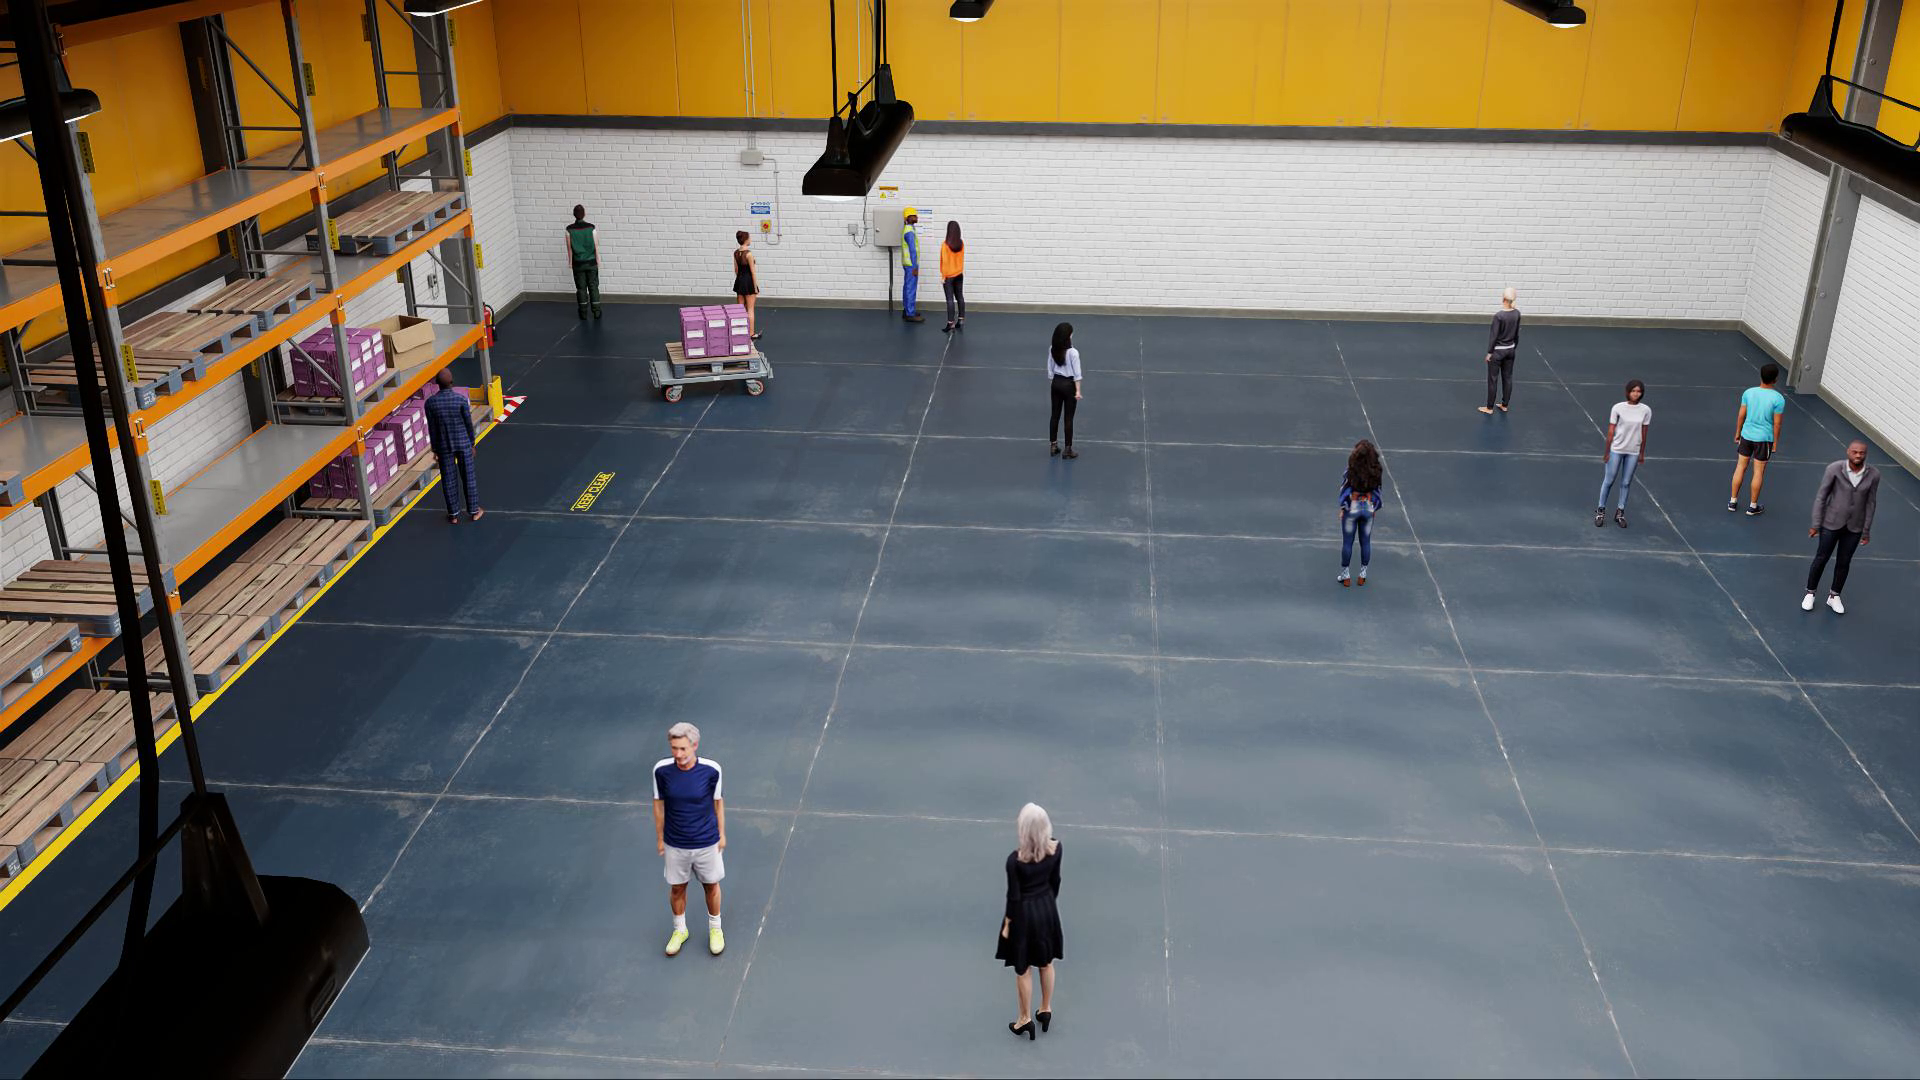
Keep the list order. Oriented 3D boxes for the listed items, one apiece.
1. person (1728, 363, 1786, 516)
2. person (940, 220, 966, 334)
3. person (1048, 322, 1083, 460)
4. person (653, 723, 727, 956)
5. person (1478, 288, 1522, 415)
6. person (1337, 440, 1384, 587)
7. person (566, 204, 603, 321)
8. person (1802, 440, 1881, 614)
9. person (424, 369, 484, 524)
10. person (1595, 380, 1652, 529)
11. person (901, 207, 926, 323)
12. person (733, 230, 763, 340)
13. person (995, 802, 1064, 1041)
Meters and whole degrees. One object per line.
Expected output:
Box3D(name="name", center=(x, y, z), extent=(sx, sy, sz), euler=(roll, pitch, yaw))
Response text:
Box3D(name="person", center=(9.159, -1.167, 19.130), extent=(0.687, 1.773, 0.709), euler=(20, 30, 38))
Box3D(name="person", center=(-0.108, -4.113, 25.901), extent=(0.766, 1.748, 0.691), euler=(22, 32, 40))
Box3D(name="person", center=(1.294, -1.877, 20.791), extent=(0.732, 1.744, 0.751), euler=(19, 30, 36))
Box3D(name="person", center=(-1.880, 2.072, 11.640), extent=(0.663, 1.838, 0.585), euler=(-1, 24, -3))
Box3D(name="person", center=(7.301, -2.560, 22.375), extent=(0.675, 1.727, 0.667), euler=(-9, 25, -19))
Box3D(name="person", center=(4.155, -0.293, 17.326), extent=(0.626, 1.616, 0.577), euler=(-1, 24, -2))
Box3D(name="person", center=(-5.996, -4.447, 26.547), extent=(0.711, 1.843, 0.697), euler=(-6, 24, -12))
Box3D(name="person", center=(8.879, -0.153, 16.755), extent=(0.765, 1.817, 0.651), euler=(6, 24, 14))
Box3D(name="person", center=(-5.741, -1.076, 18.865), extent=(0.742, 1.820, 0.731), euler=(-7, 24, -15))
Box3D(name="person", center=(7.494, -0.984, 18.778), extent=(0.594, 1.719, 0.530), euler=(3, 24, 8))
Box3D(name="person", center=(-0.783, -4.404, 26.485), extent=(0.778, 1.812, 0.601), euler=(-3, 24, -8))
Box3D(name="person", center=(-3.300, -3.935, 25.584), extent=(0.681, 1.675, 0.718), euler=(18, 29, 35))
Box3D(name="person", center=(0.463, 2.474, 10.835), extent=(0.705, 1.746, 0.744), euler=(-14, 27, -29))
